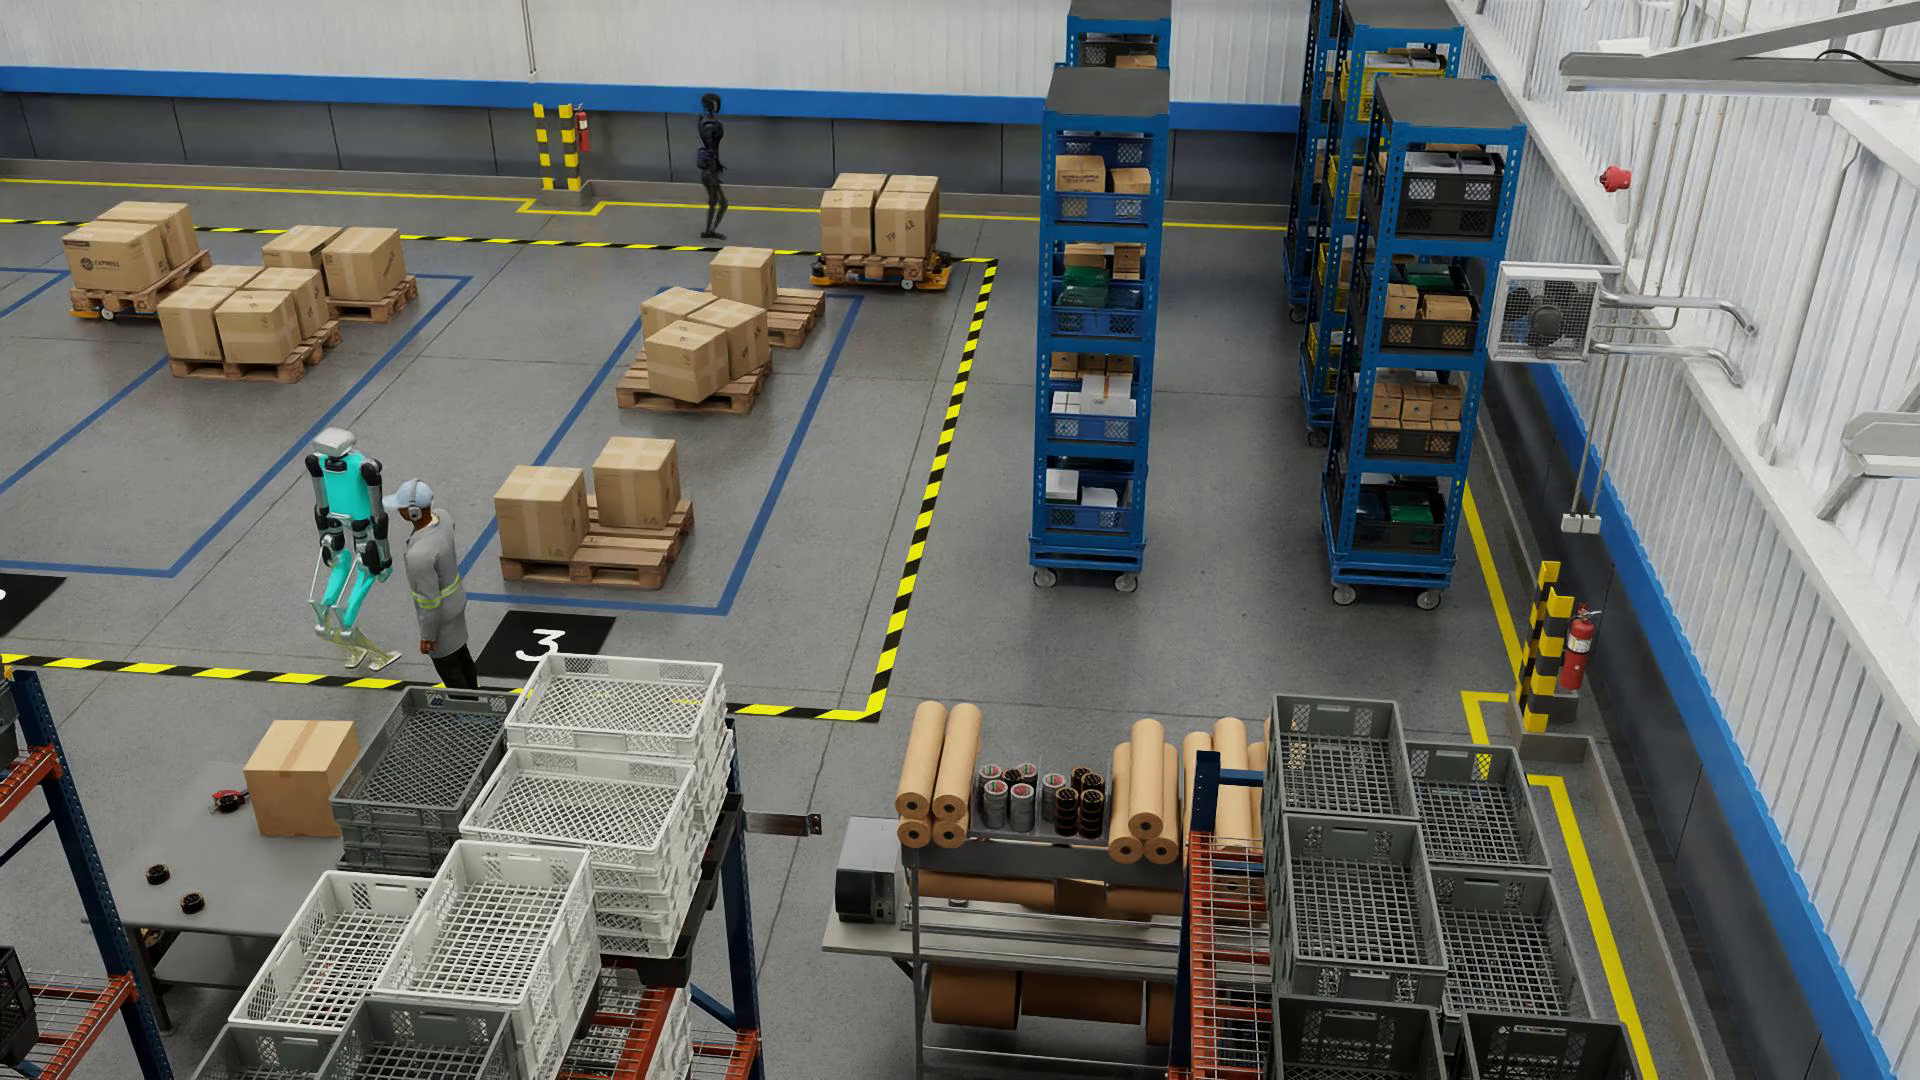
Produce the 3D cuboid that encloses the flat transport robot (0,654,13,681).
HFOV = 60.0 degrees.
[{"bbox_3d":[-7.142,0.969,11.010,1.431,0.231,0.659,3,30,6],"label":"flat transport robot"}]

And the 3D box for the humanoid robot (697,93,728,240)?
[{"bbox_3d":[-2.748,-4.116,18.349,0.351,1.645,0.587,-2,30,-4],"label":"humanoid robot"}]

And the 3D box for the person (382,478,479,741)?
[{"bbox_3d":[-3.258,0.441,10.342,0.370,1.853,0.589,-2,30,-3],"label":"person"}]

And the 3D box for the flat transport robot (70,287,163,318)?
[{"bbox_3d":[-8.175,-2.444,16.844,1.431,0.197,0.652,3,30,6],"label":"flat transport robot"}]

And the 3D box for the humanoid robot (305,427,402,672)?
[{"bbox_3d":[-4.048,0.147,10.828,0.533,1.677,0.735,9,31,15],"label":"humanoid robot"}]

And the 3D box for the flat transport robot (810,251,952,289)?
[{"bbox_3d":[-0.830,-2.888,17.606,1.431,0.197,0.652,3,30,6],"label":"flat transport robot"}]
